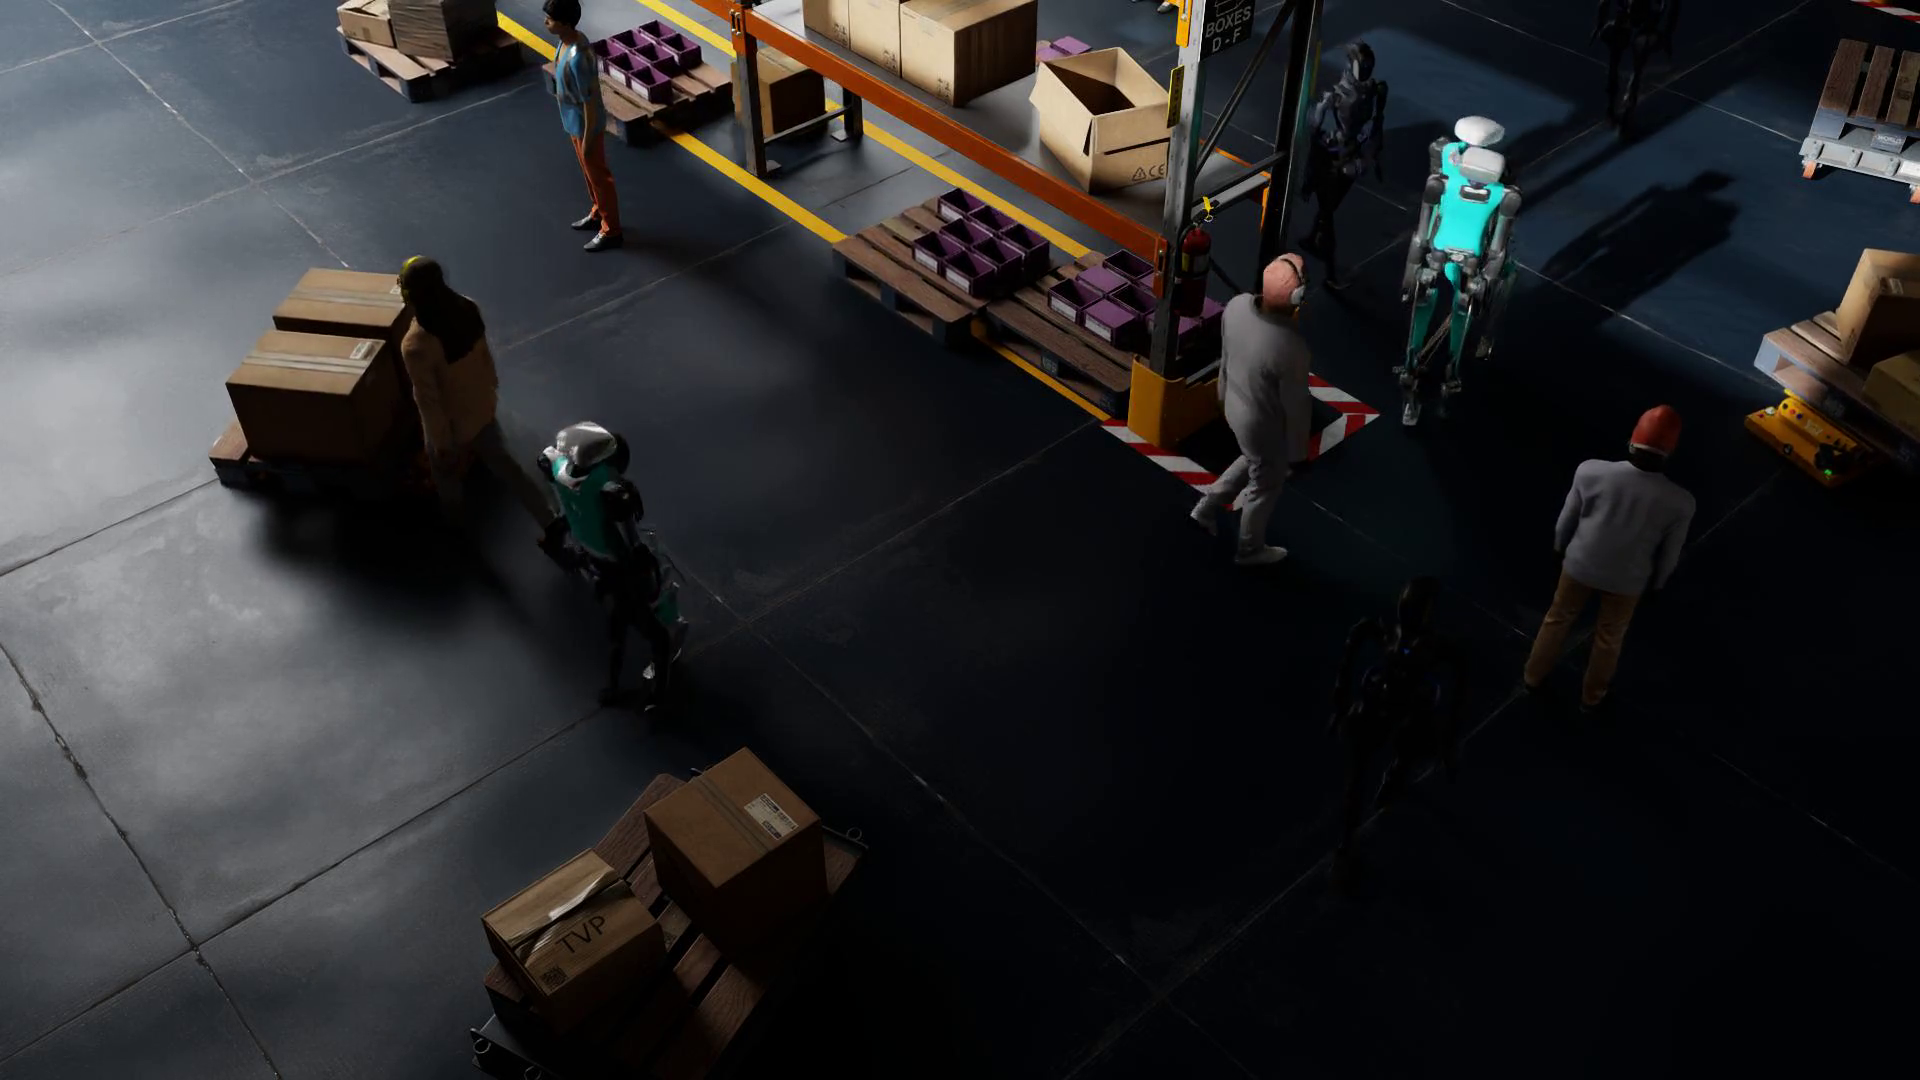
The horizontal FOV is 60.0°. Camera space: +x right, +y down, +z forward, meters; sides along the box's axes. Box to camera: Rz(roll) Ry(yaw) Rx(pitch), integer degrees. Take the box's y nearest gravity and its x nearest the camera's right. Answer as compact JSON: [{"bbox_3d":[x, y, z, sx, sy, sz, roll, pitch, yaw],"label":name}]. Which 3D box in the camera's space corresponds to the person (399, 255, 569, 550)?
[{"bbox_3d":[-2.562,-0.671,8.665,0.869,1.849,0.569,20,46,20],"label":"person"}]

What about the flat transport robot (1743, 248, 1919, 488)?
[{"bbox_3d":[5.465,-0.763,9.925,1.431,0.231,0.659,-19,46,-19],"label":"flat transport robot"}]

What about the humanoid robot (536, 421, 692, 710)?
[{"bbox_3d":[-1.505,0.067,7.952,0.543,1.800,0.738,27,49,26],"label":"humanoid robot"}]

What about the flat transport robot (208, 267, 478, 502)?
[{"bbox_3d":[-3.544,-0.575,9.720,1.431,0.231,0.659,6,43,6],"label":"flat transport robot"}]

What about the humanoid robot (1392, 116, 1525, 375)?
[{"bbox_3d":[3.149,-1.788,9.974,0.953,1.775,0.563,-27,49,-26],"label":"humanoid robot"}]

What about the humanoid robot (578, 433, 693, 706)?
[{"bbox_3d":[-1.601,0.150,7.896,0.397,1.649,0.599,-19,46,-20],"label":"humanoid robot"}]

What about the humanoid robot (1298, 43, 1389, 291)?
[{"bbox_3d":[2.490,-2.426,10.718,0.585,1.629,0.765,-18,46,-19],"label":"humanoid robot"}]

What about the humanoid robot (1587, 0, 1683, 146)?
[{"bbox_3d":[4.910,-3.714,12.099,0.603,1.641,0.548,23,47,23],"label":"humanoid robot"}]

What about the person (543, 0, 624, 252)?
[{"bbox_3d":[-2.499,-2.754,10.984,0.323,1.766,0.489,-16,45,-17],"label":"person"}]

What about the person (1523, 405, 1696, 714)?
[{"bbox_3d":[3.090,0.091,7.910,0.563,1.740,0.366,20,46,21],"label":"person"}]

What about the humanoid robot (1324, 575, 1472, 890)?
[{"bbox_3d":[1.914,0.787,7.242,0.600,1.631,0.793,17,45,18],"label":"humanoid robot"}]

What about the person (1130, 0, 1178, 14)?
[{"bbox_3d":[1.715,-5.294,13.696,0.380,1.836,0.562,-34,52,-31],"label":"person"}]

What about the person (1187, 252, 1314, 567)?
[{"bbox_3d":[1.560,-0.620,8.578,0.477,1.884,0.666,-13,44,-14],"label":"person"}]

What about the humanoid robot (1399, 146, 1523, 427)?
[{"bbox_3d":[2.754,-1.295,9.417,0.550,1.799,0.677,10,44,11],"label":"humanoid robot"}]
